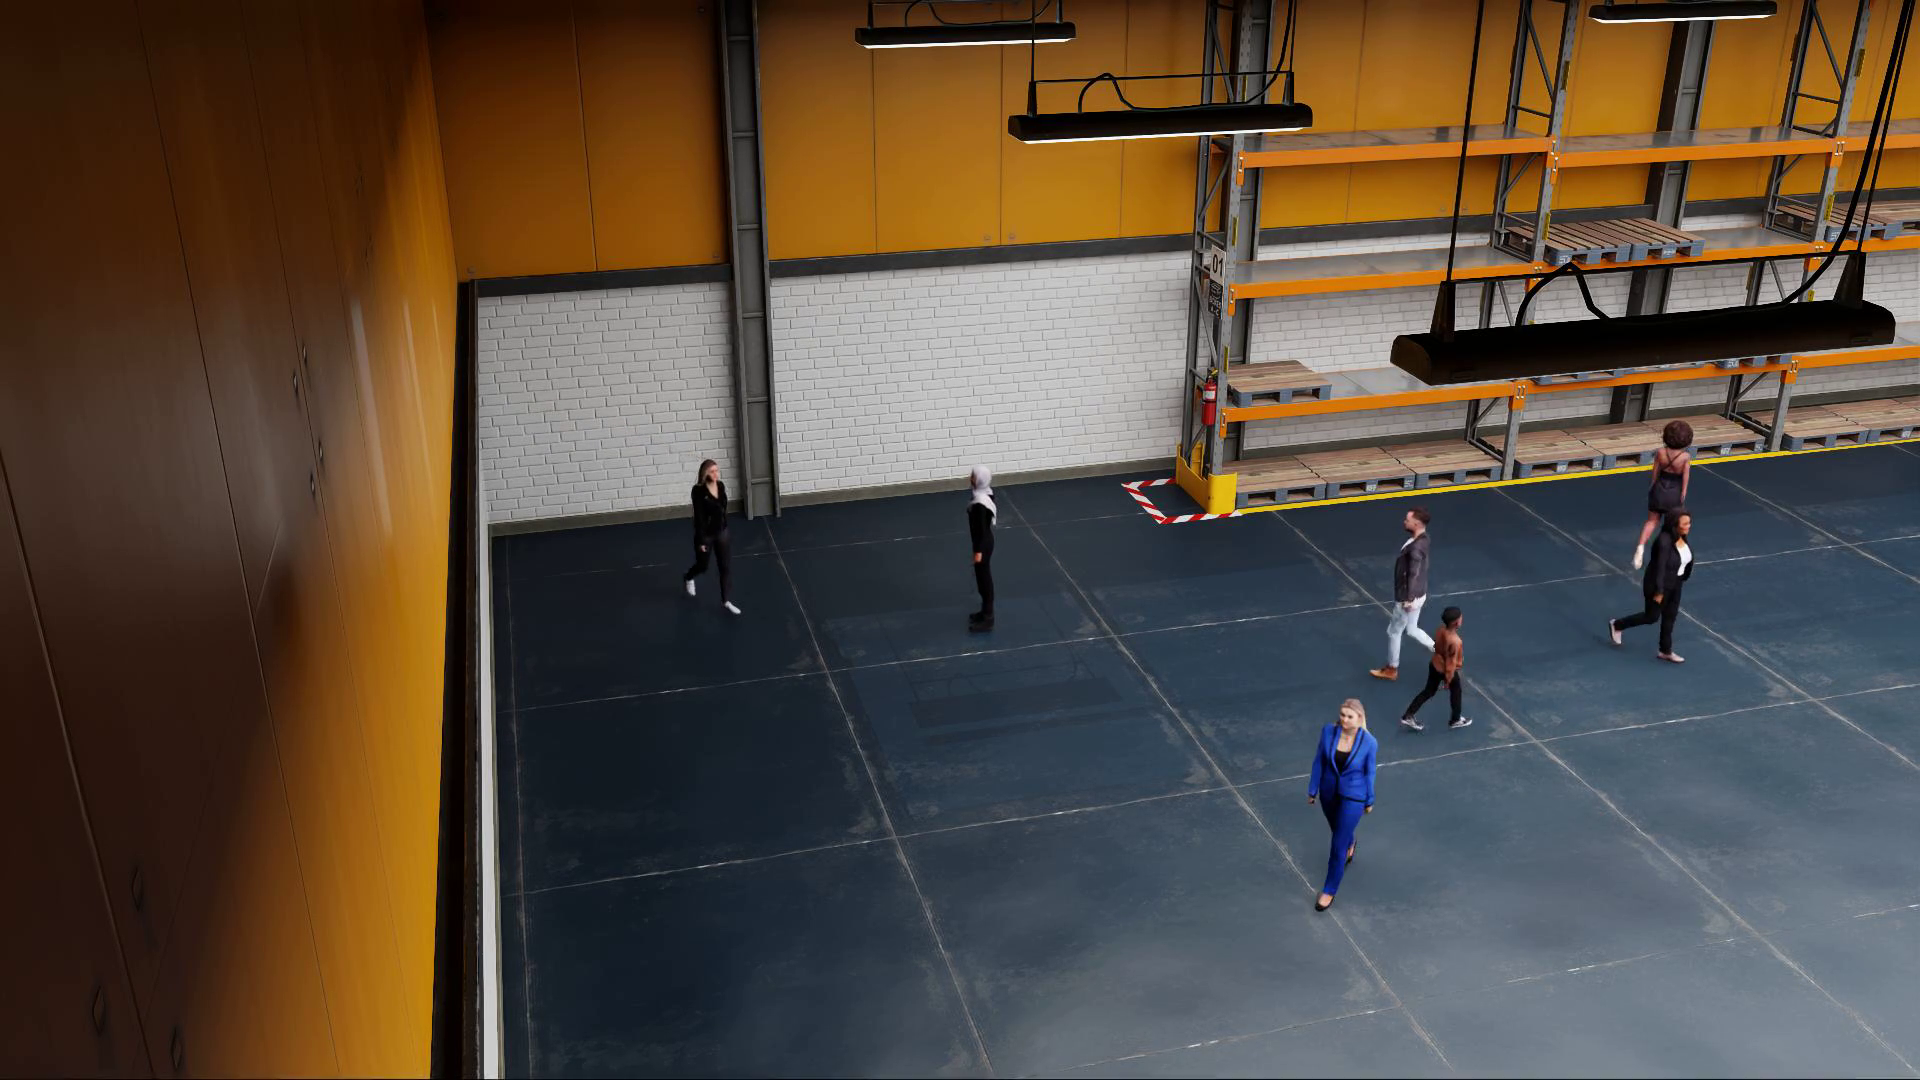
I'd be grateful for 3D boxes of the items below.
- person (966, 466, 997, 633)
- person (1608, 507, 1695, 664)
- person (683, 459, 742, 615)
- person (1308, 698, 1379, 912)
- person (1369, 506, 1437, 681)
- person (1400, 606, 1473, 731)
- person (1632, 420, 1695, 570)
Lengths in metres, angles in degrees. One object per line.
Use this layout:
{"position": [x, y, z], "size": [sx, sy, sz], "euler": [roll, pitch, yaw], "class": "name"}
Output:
{"position": [0.232, 0.080, 16.954], "size": [0.635, 1.778, 0.668], "euler": [1, 24, 3], "class": "person"}
{"position": [6.849, 0.425, 16.393], "size": [0.999, 1.596, 1.047], "euler": [21, 31, 40], "class": "person"}
{"position": [-2.657, -0.048, 17.393], "size": [1.086, 1.661, 0.981], "euler": [-21, 31, -39], "class": "person"}
{"position": [2.980, 1.951, 12.816], "size": [1.098, 1.664, 1.188], "euler": [16, 28, 32], "class": "person"}
{"position": [4.370, 0.554, 15.826], "size": [1.118, 1.812, 1.030], "euler": [11, 26, 23], "class": "person"}
{"position": [4.324, 1.187, 15.102], "size": [0.902, 1.233, 0.531], "euler": [-7, 24, -15], "class": "person"}
{"position": [7.654, -0.420, 18.104], "size": [0.842, 1.772, 0.987], "euler": [20, 31, 38], "class": "person"}
